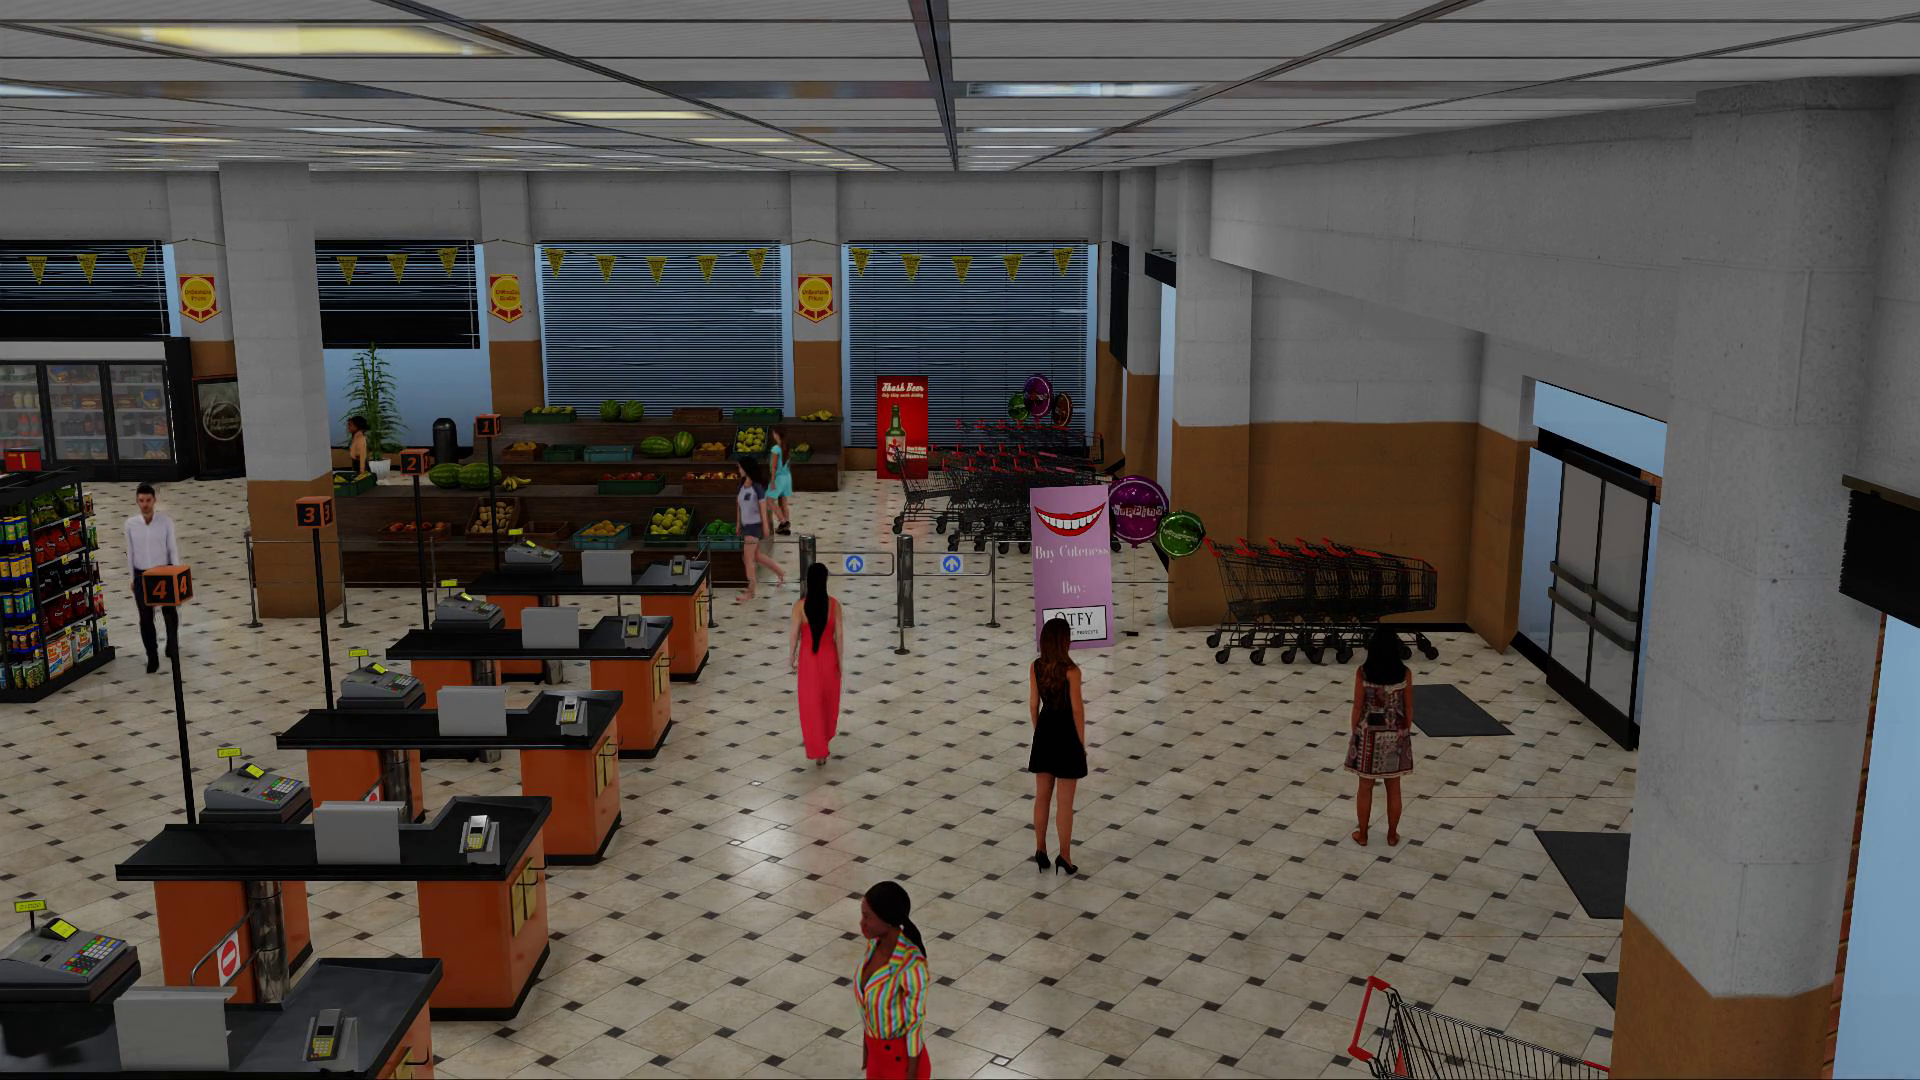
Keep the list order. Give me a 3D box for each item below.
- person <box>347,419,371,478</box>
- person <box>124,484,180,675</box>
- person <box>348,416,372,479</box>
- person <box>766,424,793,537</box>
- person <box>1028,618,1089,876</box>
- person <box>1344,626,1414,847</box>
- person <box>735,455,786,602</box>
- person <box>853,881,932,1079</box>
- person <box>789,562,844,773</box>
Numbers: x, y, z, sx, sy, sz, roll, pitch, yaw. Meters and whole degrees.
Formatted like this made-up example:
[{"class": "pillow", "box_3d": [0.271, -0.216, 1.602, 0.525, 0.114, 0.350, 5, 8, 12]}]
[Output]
[{"class": "person", "box_3d": [-8.628, -1.025, 24.145, 1.066, 1.440, 0.758, -3, 12, -15]}, {"class": "person", "box_3d": [-8.042, 0.346, 16.648, 1.240, 1.846, 0.980, -4, 13, -19]}, {"class": "person", "box_3d": [-8.215, -0.897, 23.056, 0.902, 1.639, 0.754, -5, 13, -21]}, {"class": "person", "box_3d": [-2.418, -0.813, 22.877, 0.748, 1.548, 0.692, 8, 14, 35]}, {"class": "person", "box_3d": [0.666, 1.431, 11.522, 0.627, 1.835, 0.723, 8, 14, 32]}, {"class": "person", "box_3d": [3.050, 1.415, 12.060, 0.476, 1.645, 0.719, 1, 12, 4]}, {"class": "person", "box_3d": [-2.359, -0.155, 19.463, 1.095, 1.668, 0.977, -11, 16, -42]}, {"class": "person", "box_3d": [-0.270, 2.338, 7.321, 0.708, 1.791, 0.679, -8, 14, -33]}, {"class": "person", "box_3d": [-1.152, 1.061, 13.613, 1.022, 1.698, 0.839, -3, 12, -16]}]
